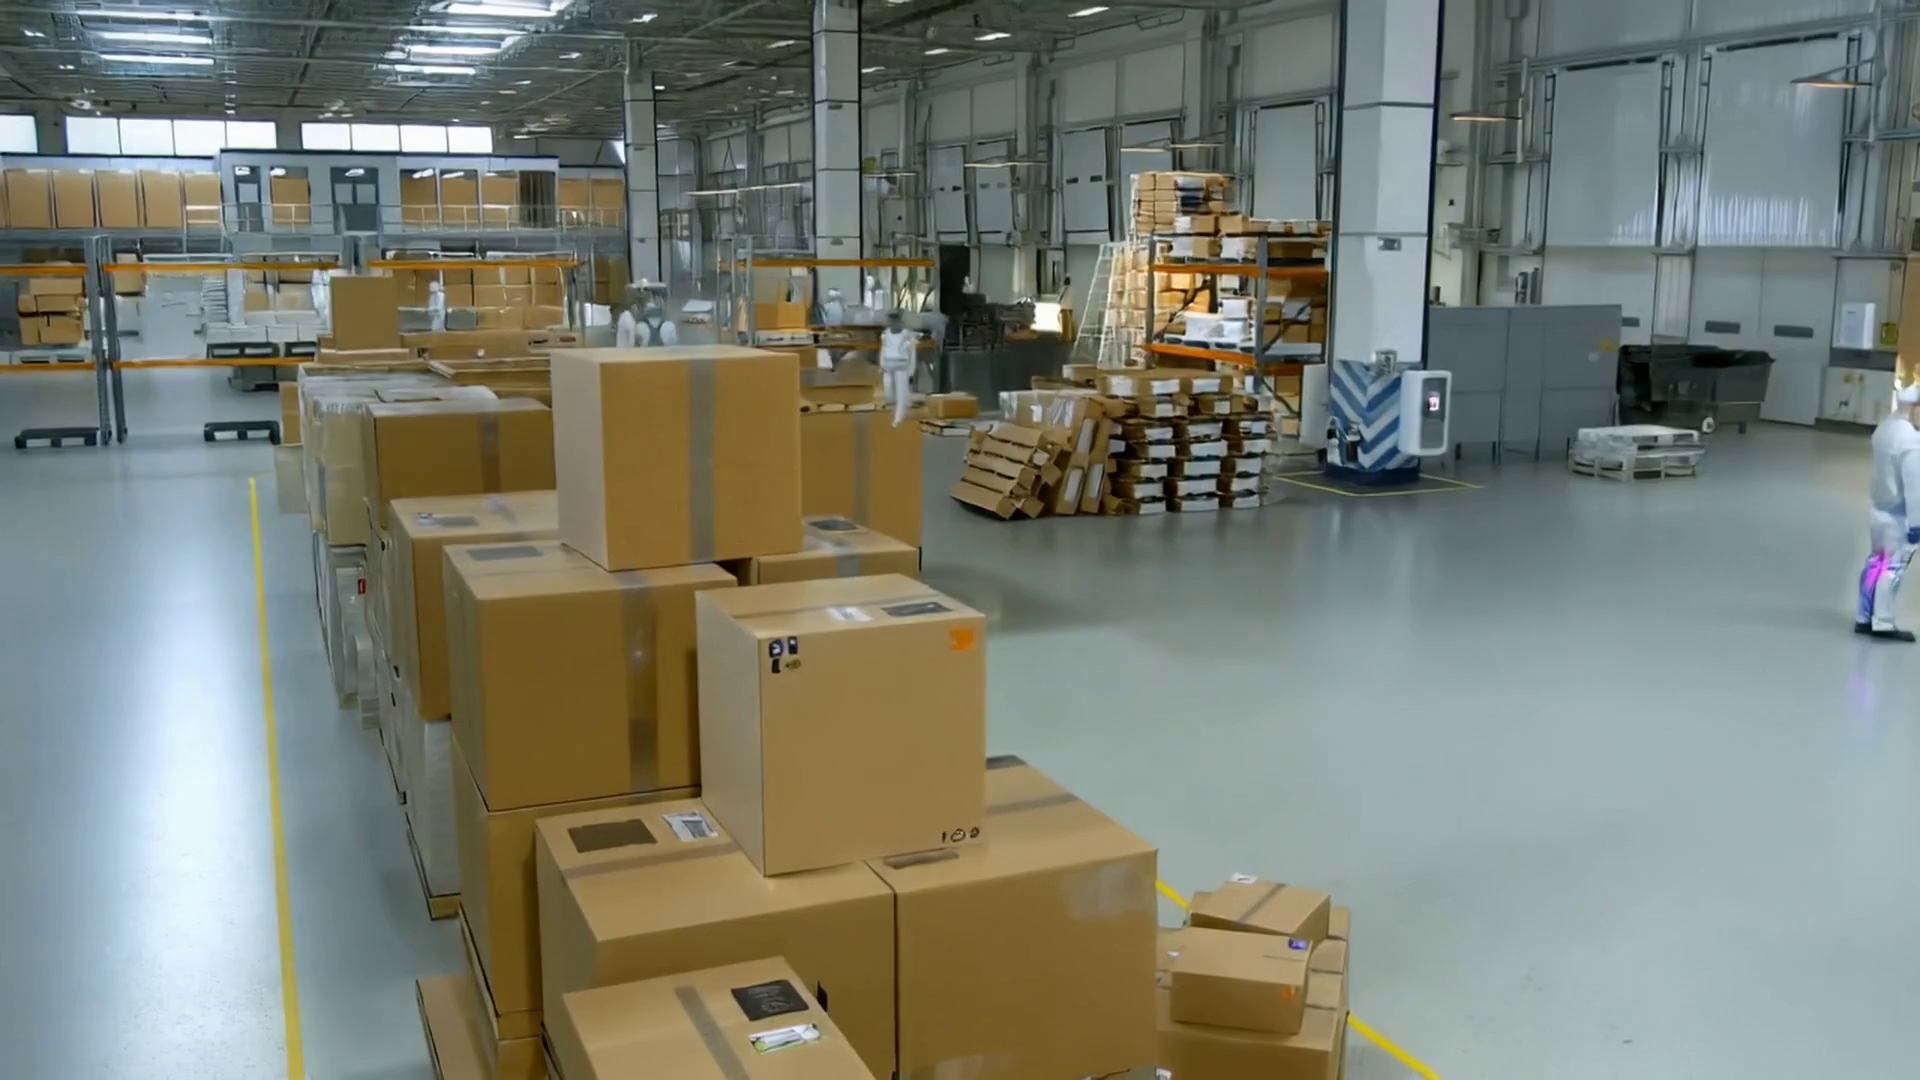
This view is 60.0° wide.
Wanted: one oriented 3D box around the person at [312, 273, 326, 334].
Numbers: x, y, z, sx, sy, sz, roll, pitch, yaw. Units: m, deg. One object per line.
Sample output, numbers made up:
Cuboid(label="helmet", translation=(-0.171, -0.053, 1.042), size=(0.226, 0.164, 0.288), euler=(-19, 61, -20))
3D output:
Cuboid(label="person", translation=(-19.448, -7.138, 50.626), size=(0.550, 1.935, 0.375), euler=(9, 13, 40))

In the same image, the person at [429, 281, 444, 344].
Cuboid(label="person", translation=(-14.038, -6.014, 44.617), size=(0.350, 1.878, 0.567), euler=(-9, 14, -40))

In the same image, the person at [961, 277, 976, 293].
Cuboid(label="person", translation=(0.260, -6.938, 49.783), size=(0.561, 1.847, 0.593), euler=(-3, 11, -14))

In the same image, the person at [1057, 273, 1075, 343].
Cuboid(label="person", translation=(3.070, -6.692, 48.005), size=(0.391, 1.995, 0.613), euler=(-5, 12, -27))

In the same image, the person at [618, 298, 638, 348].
Cuboid(label="person", translation=(-6.055, -3.532, 30.891), size=(1.005, 1.888, 0.656), euler=(-2, 11, -12))

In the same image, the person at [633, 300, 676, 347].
Cuboid(label="person", translation=(-5.032, -2.986, 27.457), size=(0.695, 2.000, 0.972), euler=(-2, 10, -10))

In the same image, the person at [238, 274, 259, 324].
Cuboid(label="person", translation=(-23.958, -8.050, 56.064), size=(0.959, 1.800, 0.515), euler=(-2, 11, -13))

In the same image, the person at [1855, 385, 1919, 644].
Cuboid(label="person", translation=(6.958, -0.190, 12.372), size=(0.371, 1.930, 0.636), euler=(1, 10, 3))

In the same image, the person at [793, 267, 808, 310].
Cuboid(label="person", translation=(-6.683, -10.489, 69.453), size=(0.648, 1.815, 0.758), euler=(0, 10, 2))

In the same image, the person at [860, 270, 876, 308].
Cuboid(label="person", translation=(-3.177, -8.258, 56.876), size=(0.602, 1.919, 0.927), euler=(0, 10, -3))

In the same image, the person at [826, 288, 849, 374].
Cuboid(label="person", translation=(-2.729, -4.607, 36.755), size=(0.539, 1.909, 0.606), euler=(5, 11, 26))

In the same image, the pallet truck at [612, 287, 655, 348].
Cuboid(label="pallet truck", translation=(-6.464, -4.406, 35.401), size=(0.823, 1.965, 1.885), euler=(6, 12, 32))

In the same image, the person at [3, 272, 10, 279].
Cuboid(label="person", translation=(-32.518, -8.254, 56.867), size=(0.611, 1.903, 0.438), euler=(-2, 10, -11))

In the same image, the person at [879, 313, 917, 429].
Cuboid(label="person", translation=(-0.966, -2.680, 26.361), size=(0.641, 1.828, 0.579), euler=(5, 12, 27))
